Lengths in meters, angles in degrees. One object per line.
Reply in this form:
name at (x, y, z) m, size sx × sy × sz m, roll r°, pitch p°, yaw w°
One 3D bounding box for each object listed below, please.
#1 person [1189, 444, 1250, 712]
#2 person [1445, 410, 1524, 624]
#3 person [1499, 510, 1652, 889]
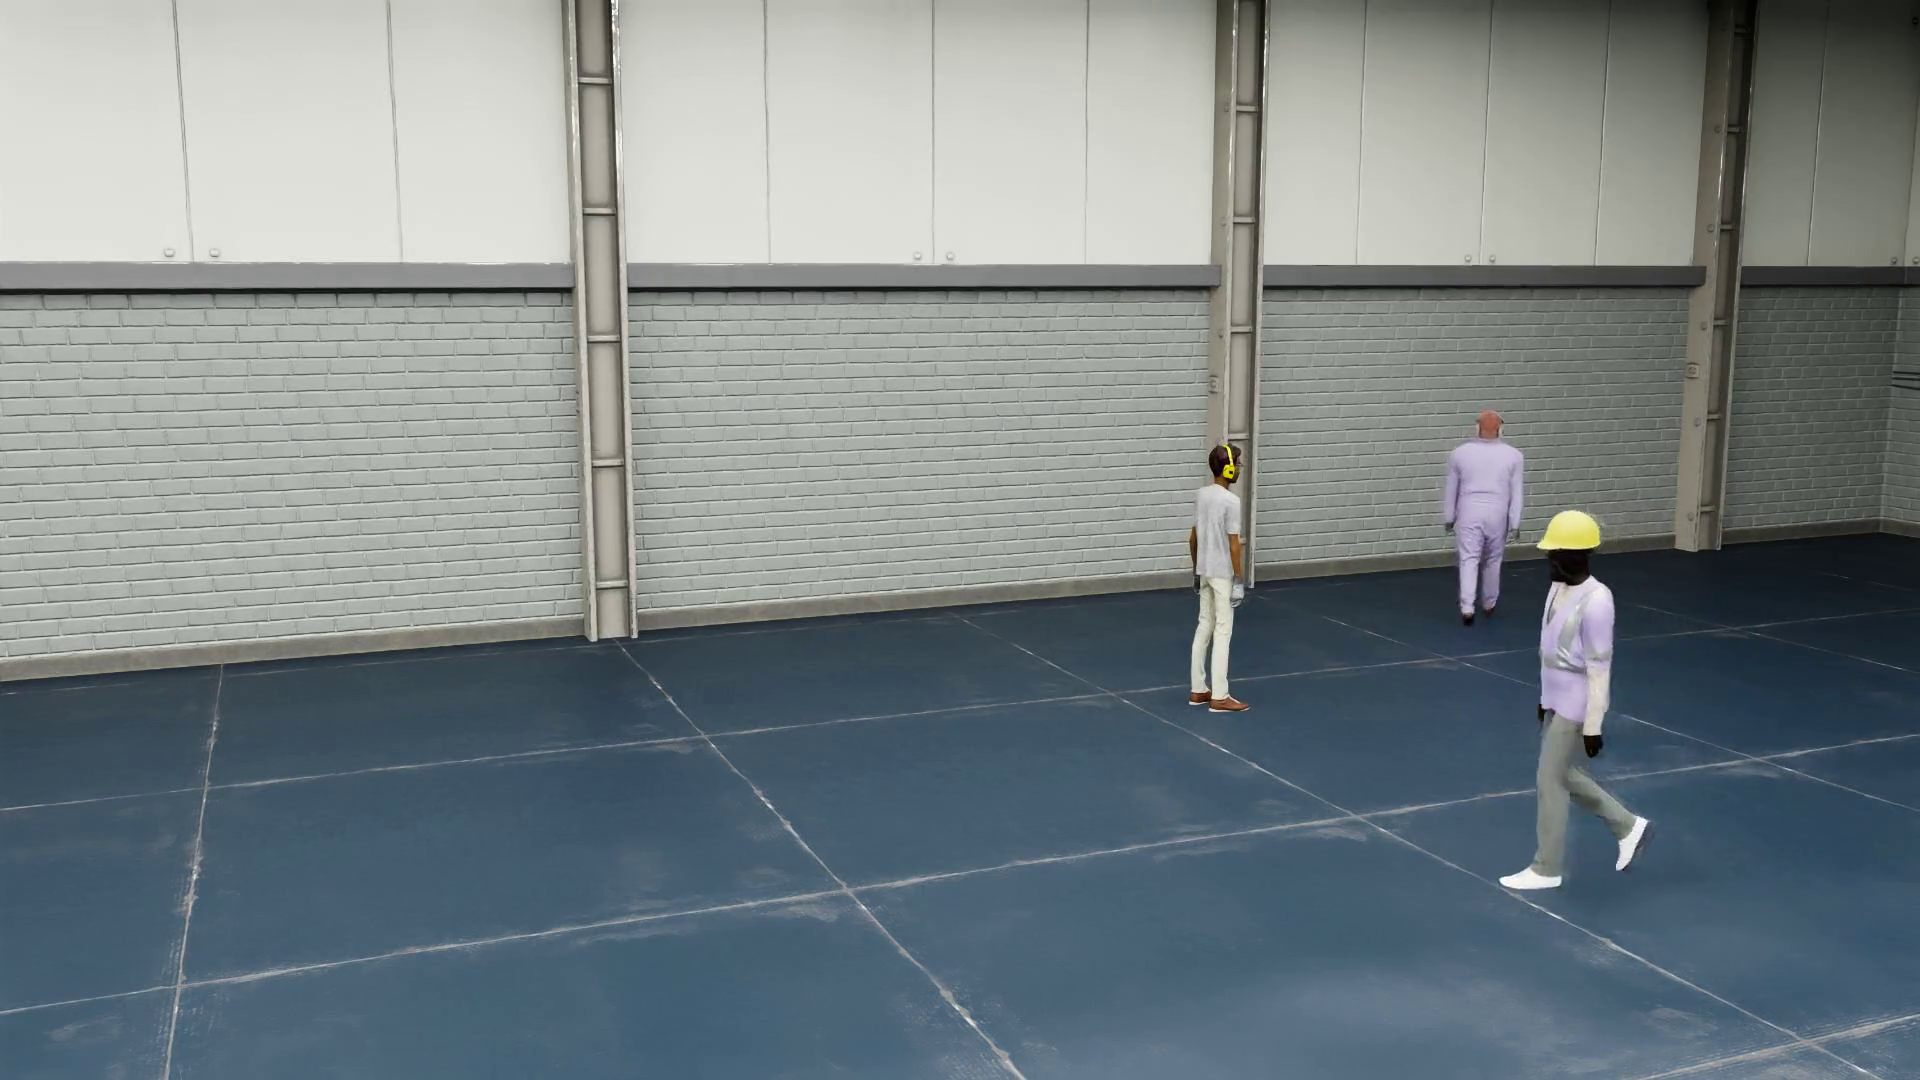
person at (1.806, 0.261, 11.620) m, size 0.309 × 1.868 × 0.535 m, roll -5°, pitch 10°, yaw -28°
person at (4.583, -0.205, 14.577) m, size 0.654 × 1.866 × 0.969 m, roll 3°, pitch 10°, yaw 20°
person at (3.062, 0.791, 8.167) m, size 0.682 × 1.908 × 0.602 m, roll 1°, pitch 9°, yaw 5°
